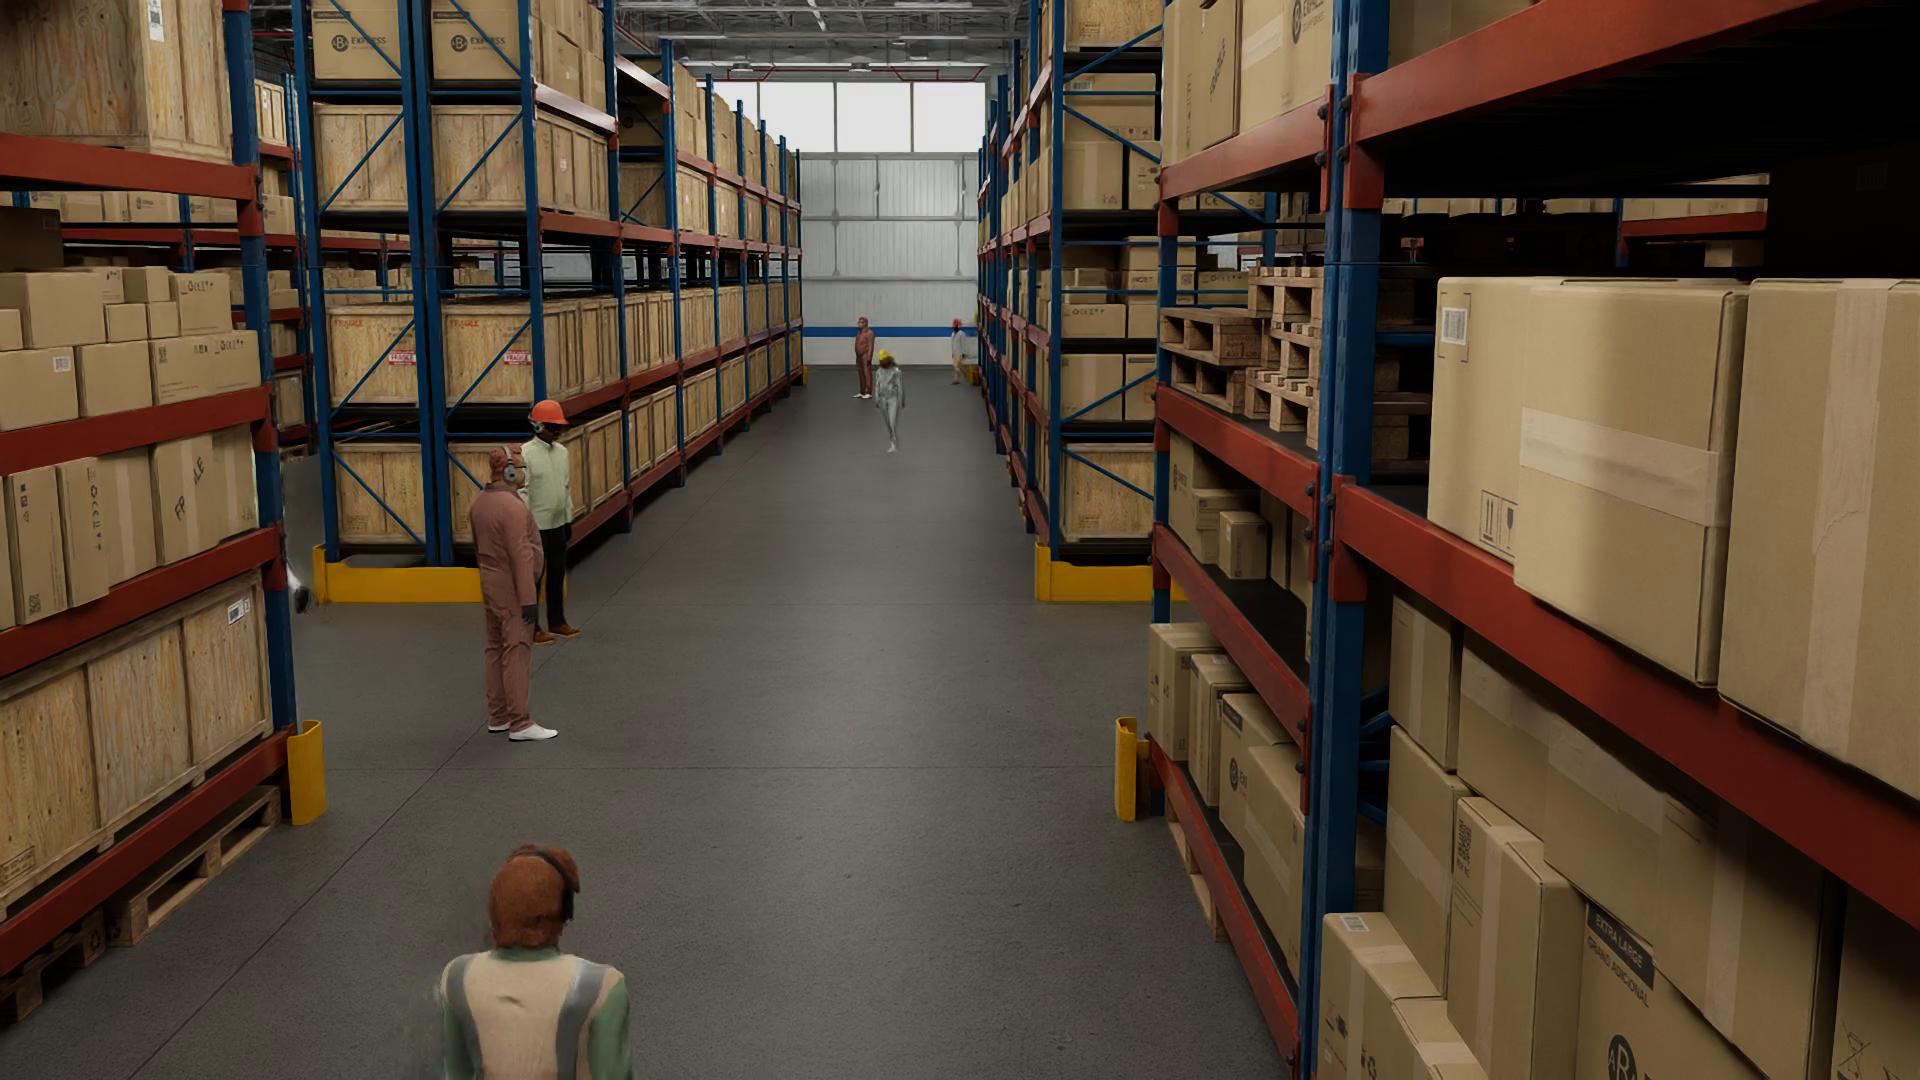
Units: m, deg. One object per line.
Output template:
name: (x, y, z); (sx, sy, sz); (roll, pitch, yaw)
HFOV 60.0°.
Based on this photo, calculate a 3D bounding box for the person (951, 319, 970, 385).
person: (0.000, -4.949, 43.719); (0.597, 1.735, 0.570); (-6, 11, -34)

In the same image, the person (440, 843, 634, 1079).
person: (-1.041, 1.549, 4.262); (0.536, 1.605, 0.786); (1, 9, 9)

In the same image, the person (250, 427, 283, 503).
person: (-6.780, -0.456, 15.809); (0.615, 1.862, 0.982); (2, 9, 11)

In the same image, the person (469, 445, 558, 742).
person: (-2.886, 0.339, 10.749); (0.406, 1.911, 0.639); (-7, 12, -38)

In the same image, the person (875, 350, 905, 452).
person: (-1.125, -2.342, 27.841); (0.498, 1.689, 0.683); (6, 11, 34)

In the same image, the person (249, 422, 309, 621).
person: (-5.968, -0.179, 14.200); (0.583, 1.819, 0.614); (3, 10, 19)

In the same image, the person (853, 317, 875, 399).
person: (-2.270, -4.274, 39.040); (0.407, 1.908, 0.642); (-6, 11, -34)

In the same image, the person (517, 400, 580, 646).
person: (-3.350, -0.147, 13.494); (0.414, 1.984, 0.618); (5, 10, 26)
